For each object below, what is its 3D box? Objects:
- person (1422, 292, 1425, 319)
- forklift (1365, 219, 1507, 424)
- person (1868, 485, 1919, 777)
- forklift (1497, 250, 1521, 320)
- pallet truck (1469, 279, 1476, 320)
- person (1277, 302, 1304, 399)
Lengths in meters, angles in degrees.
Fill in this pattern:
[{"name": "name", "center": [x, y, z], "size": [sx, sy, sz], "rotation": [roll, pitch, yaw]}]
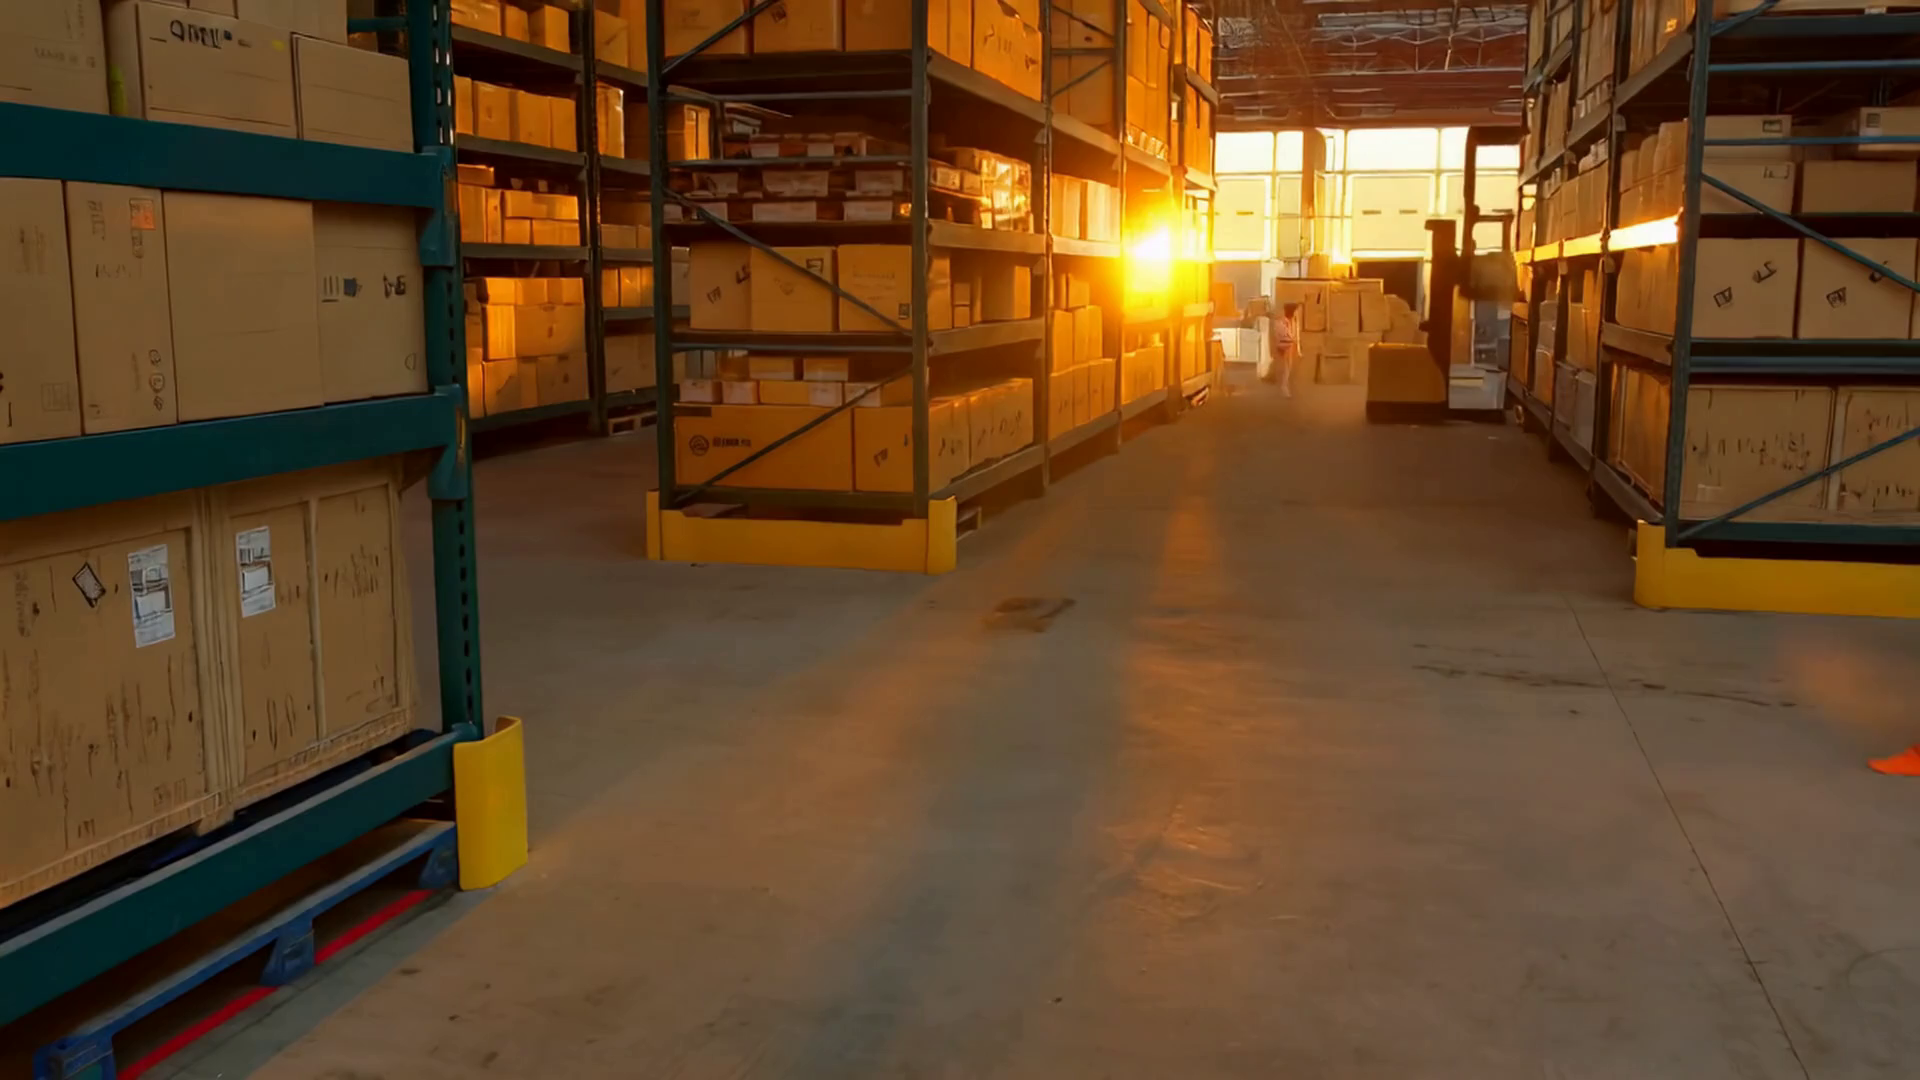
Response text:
[{"name": "person", "center": [14.218, -6.814, 50.065], "size": [0.641, 1.932, 0.368], "rotation": [3, 9, 18]}, {"name": "forklift", "center": [6.688, -3.063, 23.230], "size": [1.873, 2.768, 1.129], "rotation": [2, 9, 15]}, {"name": "person", "center": [4.121, 0.043, 6.642], "size": [0.685, 1.887, 0.652], "rotation": [4, 10, 23]}, {"name": "forklift", "center": [16.072, -6.977, 48.097], "size": [1.129, 2.768, 1.873], "rotation": [1, 9, 9]}, {"name": "pallet truck", "center": [18.896, -8.459, 60.307], "size": [1.885, 1.965, 0.823], "rotation": [5, 10, 31]}, {"name": "person", "center": [5.546, -3.178, 27.913], "size": [0.542, 1.623, 0.375], "rotation": [-4, 10, -24]}]
